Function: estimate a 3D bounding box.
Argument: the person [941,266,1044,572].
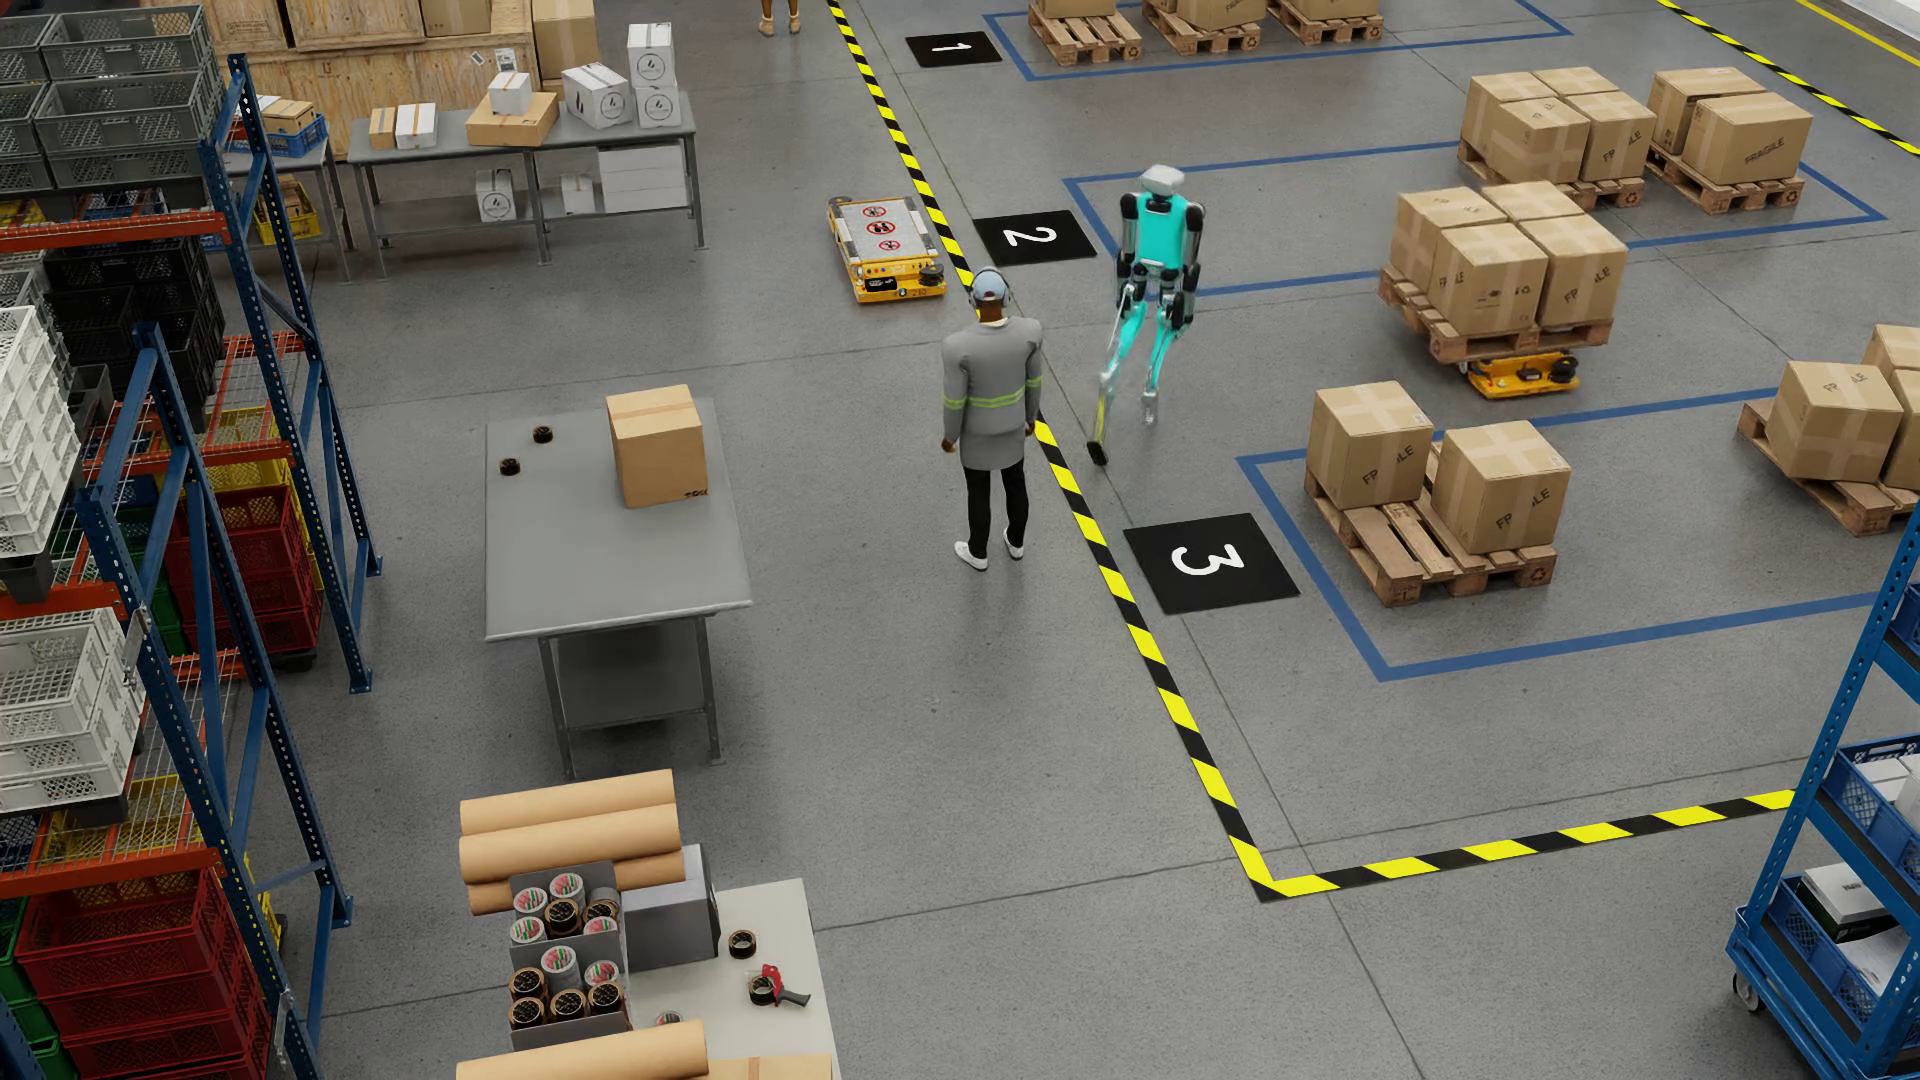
[{"bbox_3d":[0.164,-0.657,9.113,0.587,1.848,0.396,-14,39,-18],"label":"person"}]

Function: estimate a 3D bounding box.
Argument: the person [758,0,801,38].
[{"bbox_3d":[-1.814,-5.869,15.966,0.604,2.033,0.387,-9,38,-12],"label":"person"}]

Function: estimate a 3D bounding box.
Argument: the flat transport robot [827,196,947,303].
[{"bbox_3d":[-0.570,-2.220,12.538,0.659,0.231,1.431,-8,37,-10],"label":"flat transport robot"}]

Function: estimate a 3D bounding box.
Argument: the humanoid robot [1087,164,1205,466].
[{"bbox_3d":[1.047,-1.283,10.073,0.556,1.765,0.979,18,40,23],"label":"humanoid robot"}]

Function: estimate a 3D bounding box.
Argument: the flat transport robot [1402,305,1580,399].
[{"bbox_3d":[3.625,-1.445,11.472,0.652,0.197,1.431,-8,37,-10],"label":"flat transport robot"}]
